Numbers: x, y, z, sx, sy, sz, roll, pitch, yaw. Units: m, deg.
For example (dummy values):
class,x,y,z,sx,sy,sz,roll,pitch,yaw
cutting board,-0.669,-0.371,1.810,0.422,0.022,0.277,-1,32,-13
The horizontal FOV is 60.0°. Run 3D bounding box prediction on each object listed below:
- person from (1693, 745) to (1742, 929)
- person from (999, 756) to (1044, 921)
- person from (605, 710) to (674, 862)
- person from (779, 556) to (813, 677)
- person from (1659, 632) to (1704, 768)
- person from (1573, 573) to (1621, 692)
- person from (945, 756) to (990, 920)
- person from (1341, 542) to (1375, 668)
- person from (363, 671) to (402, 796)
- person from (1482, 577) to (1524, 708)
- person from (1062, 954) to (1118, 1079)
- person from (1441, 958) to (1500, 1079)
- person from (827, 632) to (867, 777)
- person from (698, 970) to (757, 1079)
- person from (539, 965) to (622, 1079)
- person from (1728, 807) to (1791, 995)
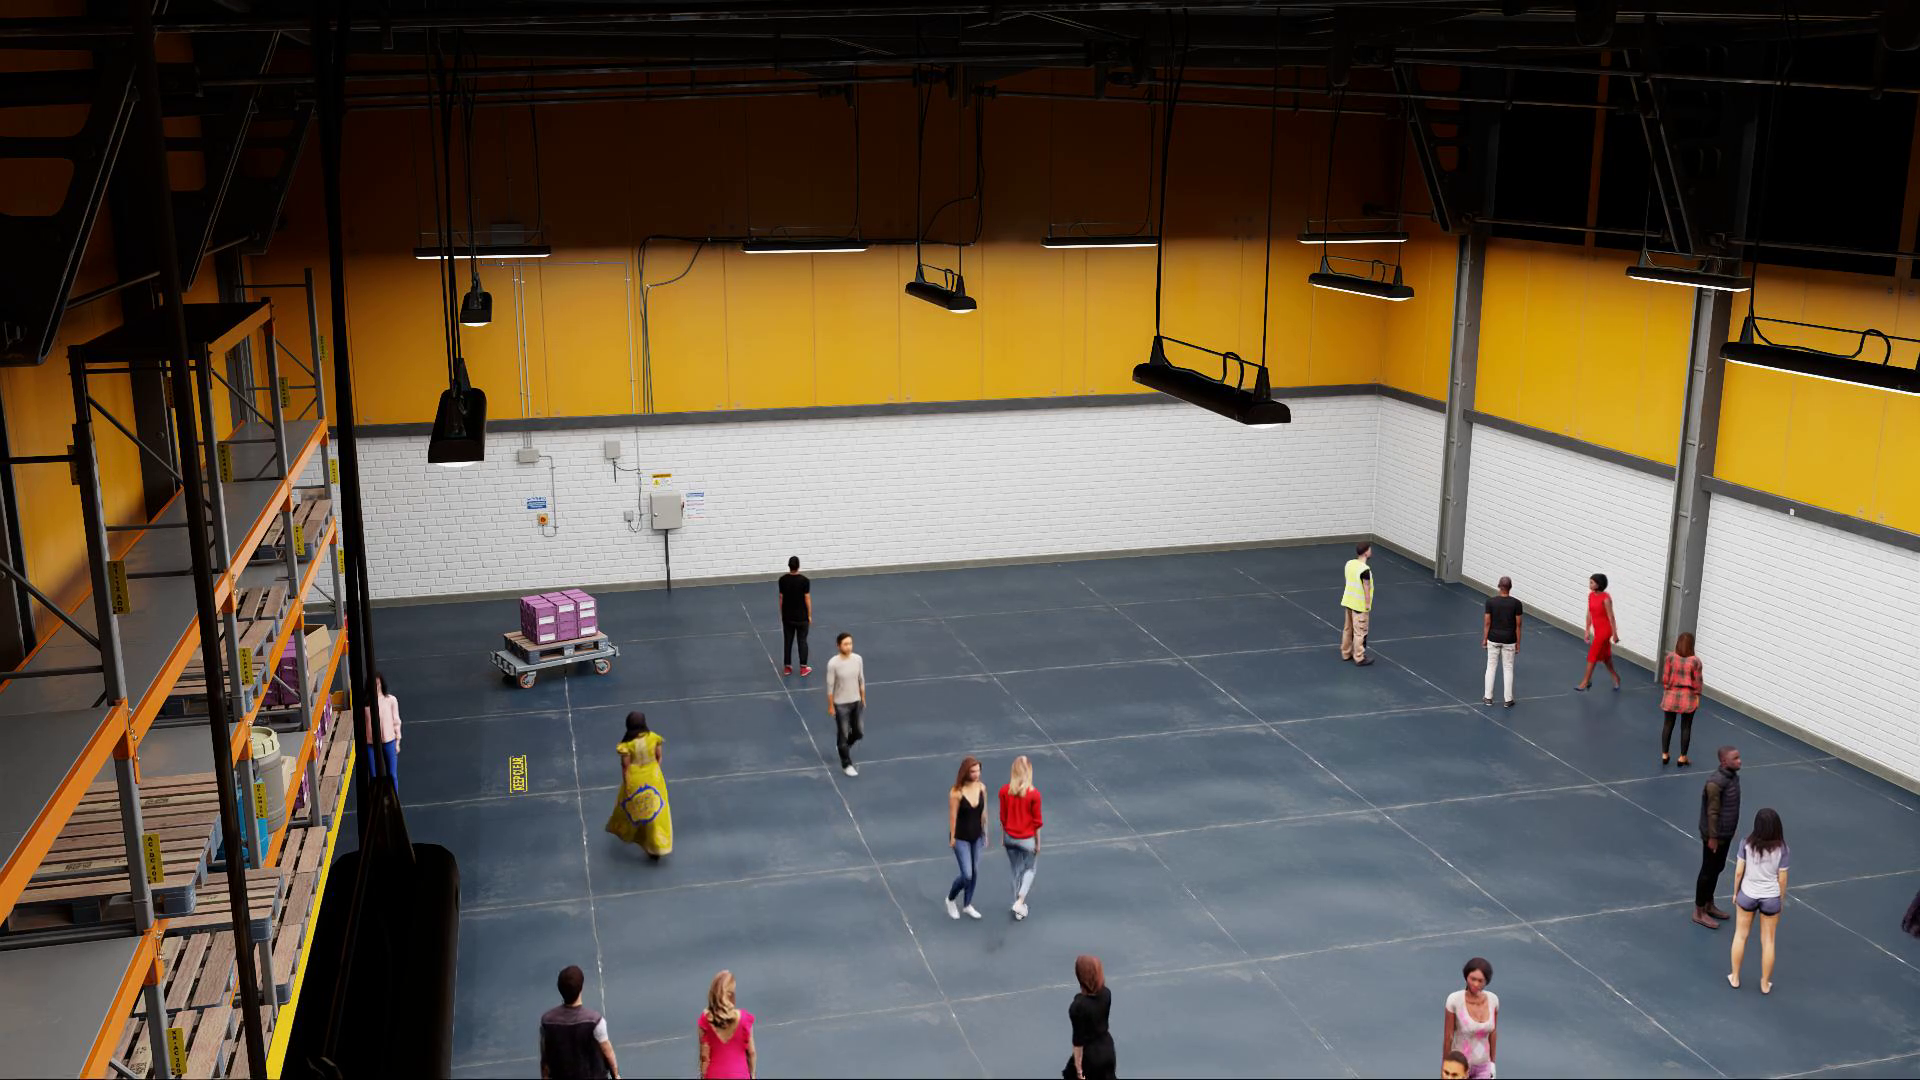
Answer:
class,x,y,z,sx,sy,sz,roll,pitch,yaw
person,7.486,2.894,16.429,0.781,1.835,0.767,-13,19,-42
person,0.564,2.982,16.370,0.801,1.692,0.866,5,15,21
person,-3.381,2.668,17.851,0.918,1.605,1.289,-6,15,-25
person,-2.382,1.089,24.055,0.701,1.756,0.694,3,14,11
person,8.913,1.958,20.577,0.669,1.702,0.767,12,18,40
person,9.042,1.324,23.213,0.732,1.695,0.921,-4,14,-17
person,0.029,2.931,16.542,0.687,1.711,0.733,-11,17,-37
person,5.883,0.928,24.534,0.786,1.842,0.675,-6,15,-22
person,-6.586,2.332,18.889,0.631,1.770,0.525,-4,14,-15
person,7.403,1.386,22.727,0.763,1.804,0.789,5,14,19
person,1.061,3.941,12.453,0.834,1.673,1.056,-10,17,-36
person,3.789,3.917,12.405,0.601,1.741,0.558,-2,14,-6
person,-1.427,1.969,20.315,0.785,1.805,0.842,-8,16,-31
person,-1.705,4.016,12.096,0.732,1.695,1.021,0,14,-1
person,-2.767,3.995,11.942,0.969,1.807,1.226,2,14,9
person,7.277,3.262,15.136,0.649,1.729,0.705,7,15,28
